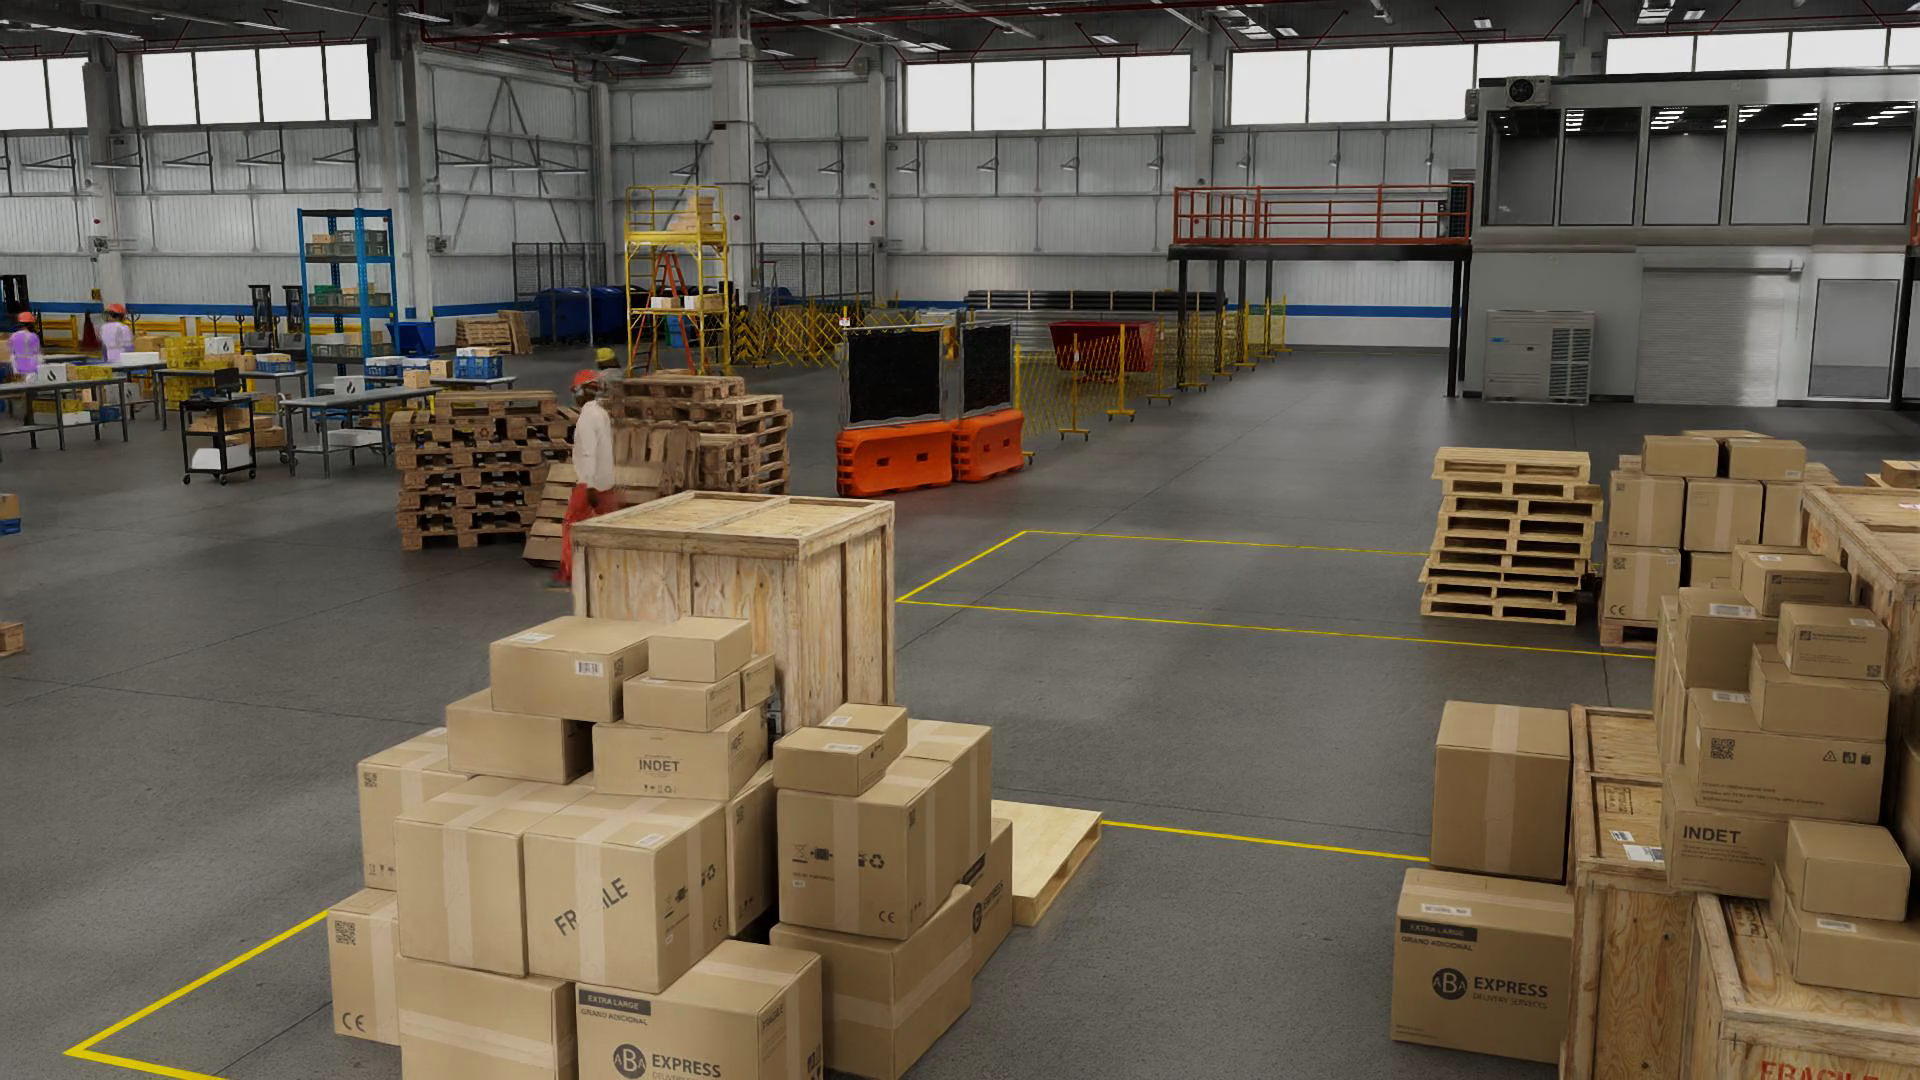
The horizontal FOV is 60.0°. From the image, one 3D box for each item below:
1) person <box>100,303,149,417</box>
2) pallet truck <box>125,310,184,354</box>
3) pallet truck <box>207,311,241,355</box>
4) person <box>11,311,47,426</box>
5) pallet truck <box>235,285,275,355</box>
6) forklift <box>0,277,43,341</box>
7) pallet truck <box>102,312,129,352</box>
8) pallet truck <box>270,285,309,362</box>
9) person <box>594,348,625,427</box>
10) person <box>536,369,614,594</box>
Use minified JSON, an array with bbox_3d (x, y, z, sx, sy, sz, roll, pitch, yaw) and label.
[{"bbox_3d":[-14.929,-3.217,29.695,0.637,1.986,1.043,4,11,23],"label":"person"},{"bbox_3d":[-22.038,-5.665,45.457,0.704,1.261,1.522,3,11,17],"label":"pallet truck"},{"bbox_3d":[-19.537,-5.575,44.913,0.653,1.274,1.630,3,11,19],"label":"pallet truck"},{"bbox_3d":[-15.609,-2.882,28.006,0.557,1.914,0.615,5,11,26],"label":"person"},{"bbox_3d":[-18.327,-5.835,44.421,0.823,1.965,1.885,4,11,23],"label":"pallet truck"},{"bbox_3d":[-27.151,-6.329,46.328,1.157,1.987,2.680,3,11,17],"label":"forklift"},{"bbox_3d":[-23.057,-5.777,46.261,0.680,1.201,1.601,3,11,19],"label":"pallet truck"},{"bbox_3d":[-17.147,-5.700,43.663,0.823,1.965,1.885,3,11,17],"label":"pallet truck"},{"bbox_3d":[-4.468,-1.606,21.376,0.425,1.725,0.556,5,11,26],"label":"person"},{"bbox_3d":[-3.323,-0.506,14.557,0.883,1.942,0.604,1,10,7],"label":"person"}]
